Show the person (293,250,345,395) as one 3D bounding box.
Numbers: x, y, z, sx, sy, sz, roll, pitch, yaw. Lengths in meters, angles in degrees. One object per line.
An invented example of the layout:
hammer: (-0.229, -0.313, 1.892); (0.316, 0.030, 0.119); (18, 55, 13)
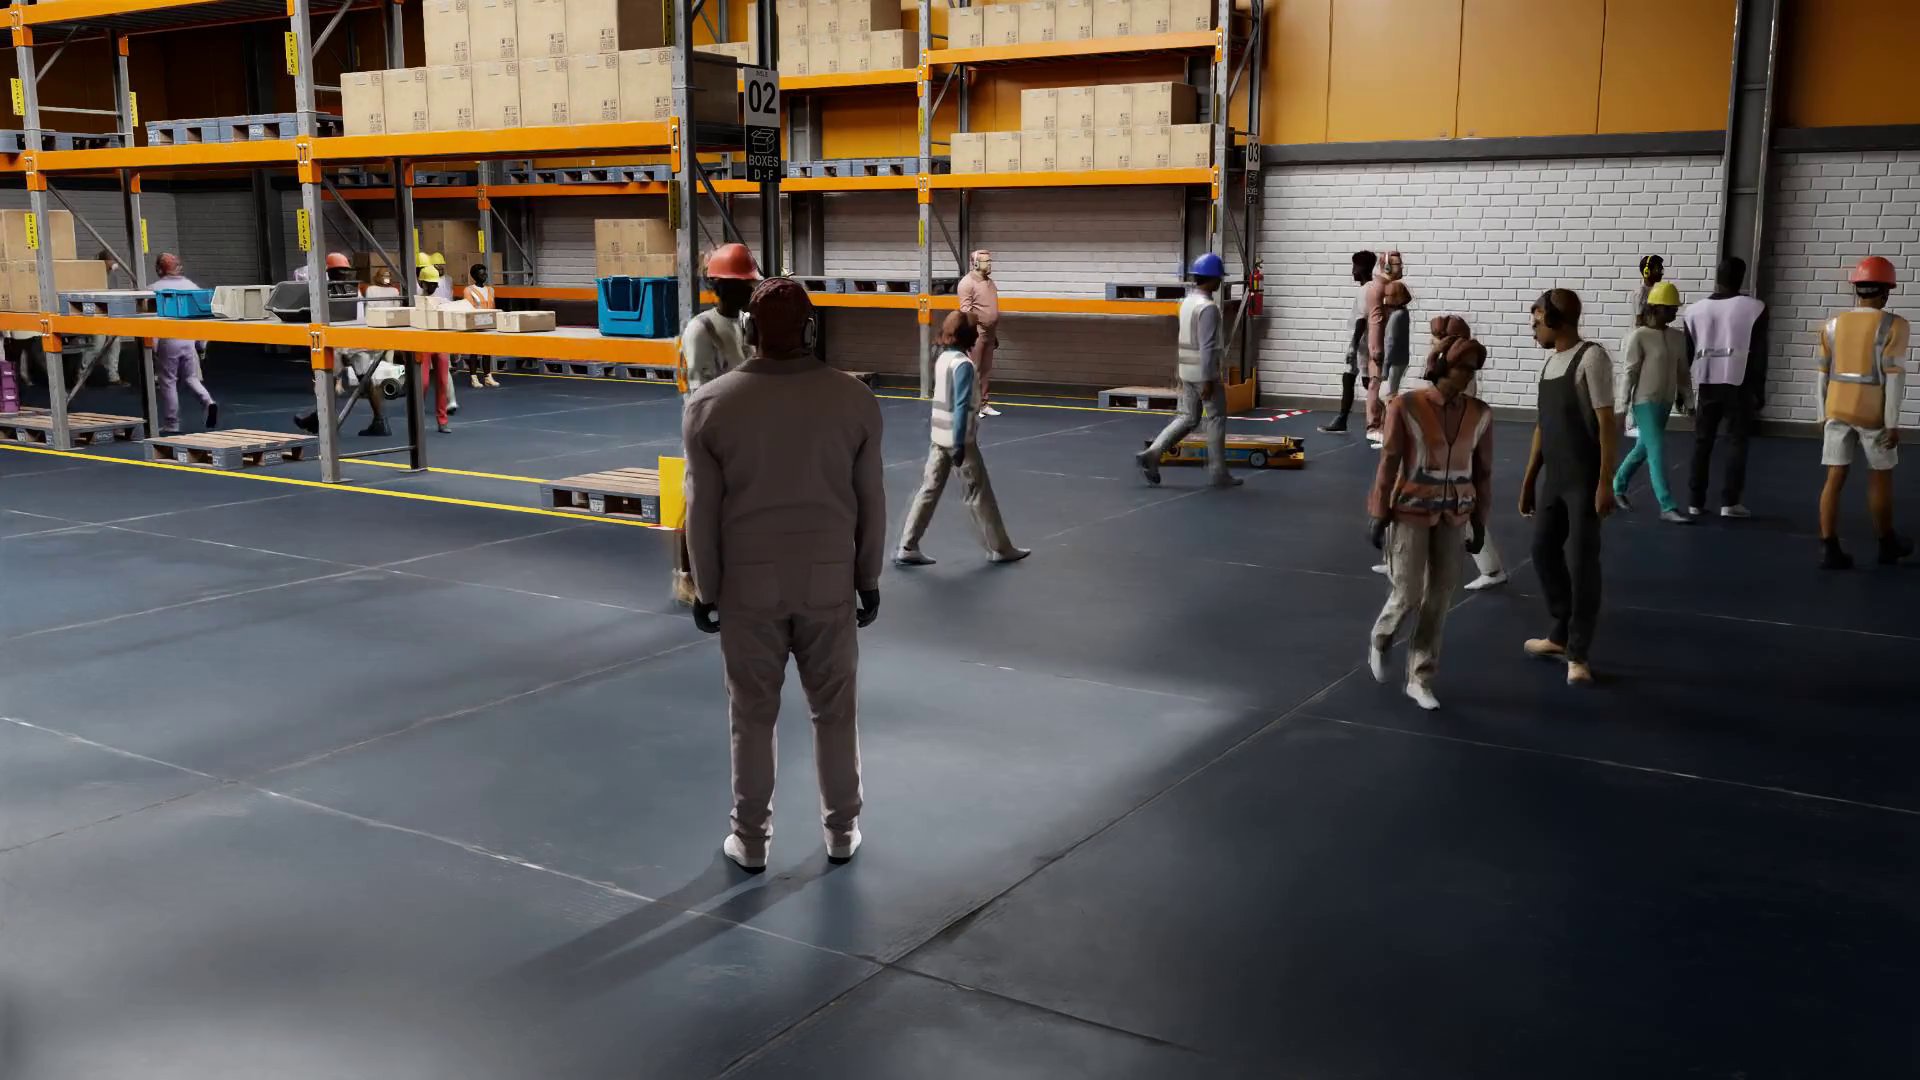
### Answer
person: (-8.381, -2.919, 21.794); (0.605, 2.045, 0.378); (-4, 11, -23)

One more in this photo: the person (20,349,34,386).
person: (-13.282, -3.089, 23.033); (0.692, 1.944, 0.526); (3, 11, 15)

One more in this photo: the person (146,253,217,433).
person: (-8.165, -2.044, 17.385); (0.618, 1.891, 0.660); (6, 12, 28)

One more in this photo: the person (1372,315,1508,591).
person: (2.853, -0.512, 9.710); (0.845, 1.599, 0.513); (6, 12, 32)

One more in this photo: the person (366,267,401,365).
person: (-8.356, -3.149, 24.200); (0.531, 1.620, 0.328); (-10, 14, -42)

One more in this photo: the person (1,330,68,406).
person: (-10.742, -2.403, 19.159); (0.903, 1.968, 0.622); (6, 12, 29)

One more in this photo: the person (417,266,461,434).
person: (-5.533, -1.984, 17.409); (0.551, 1.754, 0.361); (-10, 14, -43)

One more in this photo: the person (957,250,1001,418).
person: (0.246, -2.356, 19.045); (0.409, 1.913, 0.642); (6, 12, 31)

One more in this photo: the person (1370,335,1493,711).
person: (2.027, -0.082, 7.228); (0.544, 1.617, 0.414); (-2, 10, -10)

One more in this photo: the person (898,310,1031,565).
person: (-0.009, -0.628, 10.342); (0.857, 1.589, 0.534); (-3, 11, -18)

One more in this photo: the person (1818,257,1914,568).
person: (5.646, -0.786, 10.332); (0.783, 1.910, 0.572); (-7, 12, -33)

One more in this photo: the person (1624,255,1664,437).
person: (7.061, -1.988, 17.118); (0.328, 1.872, 0.513); (6, 12, 31)

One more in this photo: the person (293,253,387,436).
person: (-6.401, -2.004, 17.168); (1.023, 1.876, 0.545); (2, 10, 11)

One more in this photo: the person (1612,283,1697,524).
person: (5.069, -1.010, 12.150); (0.526, 1.722, 0.910); (-5, 11, -26)

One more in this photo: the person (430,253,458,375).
person: (-7.823, -3.392, 25.002); (0.404, 1.833, 0.590); (6, 12, 31)

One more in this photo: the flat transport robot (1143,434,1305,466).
flat transport robot: (2.402, -0.831, 15.138); (1.431, 0.197, 0.652); (2, 10, 12)

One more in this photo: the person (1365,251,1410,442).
person: (4.320, -1.948, 16.785); (0.409, 1.913, 0.642); (6, 12, 31)

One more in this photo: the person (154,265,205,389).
person: (-10.792, -2.945, 22.631); (0.887, 1.787, 0.606); (-4, 11, -20)

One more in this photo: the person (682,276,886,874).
person: (-0.559, 0.120, 5.338); (0.643, 1.909, 0.410); (-3, 11, -14)

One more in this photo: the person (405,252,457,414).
person: (-6.201, -2.401, 19.401); (1.000, 1.887, 0.600); (10, 14, 44)

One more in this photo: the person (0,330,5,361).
person: (-12.273, -2.735, 20.914); (0.622, 1.992, 0.395); (0, 10, 0)

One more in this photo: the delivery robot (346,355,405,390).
delivery robot: (-7.470, -2.132, 21.300); (0.707, 0.478, 0.477); (0, 10, -1)

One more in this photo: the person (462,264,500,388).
person: (-6.584, -2.942, 22.876); (0.318, 1.700, 0.535); (6, 12, 31)

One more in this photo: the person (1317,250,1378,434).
person: (4.236, -2.030, 17.197); (0.931, 1.934, 0.625); (3, 11, 16)

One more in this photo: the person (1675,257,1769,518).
person: (5.556, -1.110, 12.176); (0.645, 1.897, 0.473); (10, 14, 43)

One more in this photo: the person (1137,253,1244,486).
person: (1.907, -1.374, 13.582); (0.829, 1.920, 0.616); (-3, 11, -14)

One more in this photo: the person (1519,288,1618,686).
person: (2.841, -0.250, 7.703); (0.332, 1.806, 0.642); (-3, 11, -14)

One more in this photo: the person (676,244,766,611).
person: (-1.161, -0.561, 8.856); (1.050, 1.989, 0.631); (6, 12, 32)

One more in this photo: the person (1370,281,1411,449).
person: (4.187, -1.682, 16.079); (0.338, 1.620, 0.530); (4, 11, 23)

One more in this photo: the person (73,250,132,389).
person: (-11.855, -3.027, 22.815); (0.709, 1.908, 0.650); (0, 10, 2)
